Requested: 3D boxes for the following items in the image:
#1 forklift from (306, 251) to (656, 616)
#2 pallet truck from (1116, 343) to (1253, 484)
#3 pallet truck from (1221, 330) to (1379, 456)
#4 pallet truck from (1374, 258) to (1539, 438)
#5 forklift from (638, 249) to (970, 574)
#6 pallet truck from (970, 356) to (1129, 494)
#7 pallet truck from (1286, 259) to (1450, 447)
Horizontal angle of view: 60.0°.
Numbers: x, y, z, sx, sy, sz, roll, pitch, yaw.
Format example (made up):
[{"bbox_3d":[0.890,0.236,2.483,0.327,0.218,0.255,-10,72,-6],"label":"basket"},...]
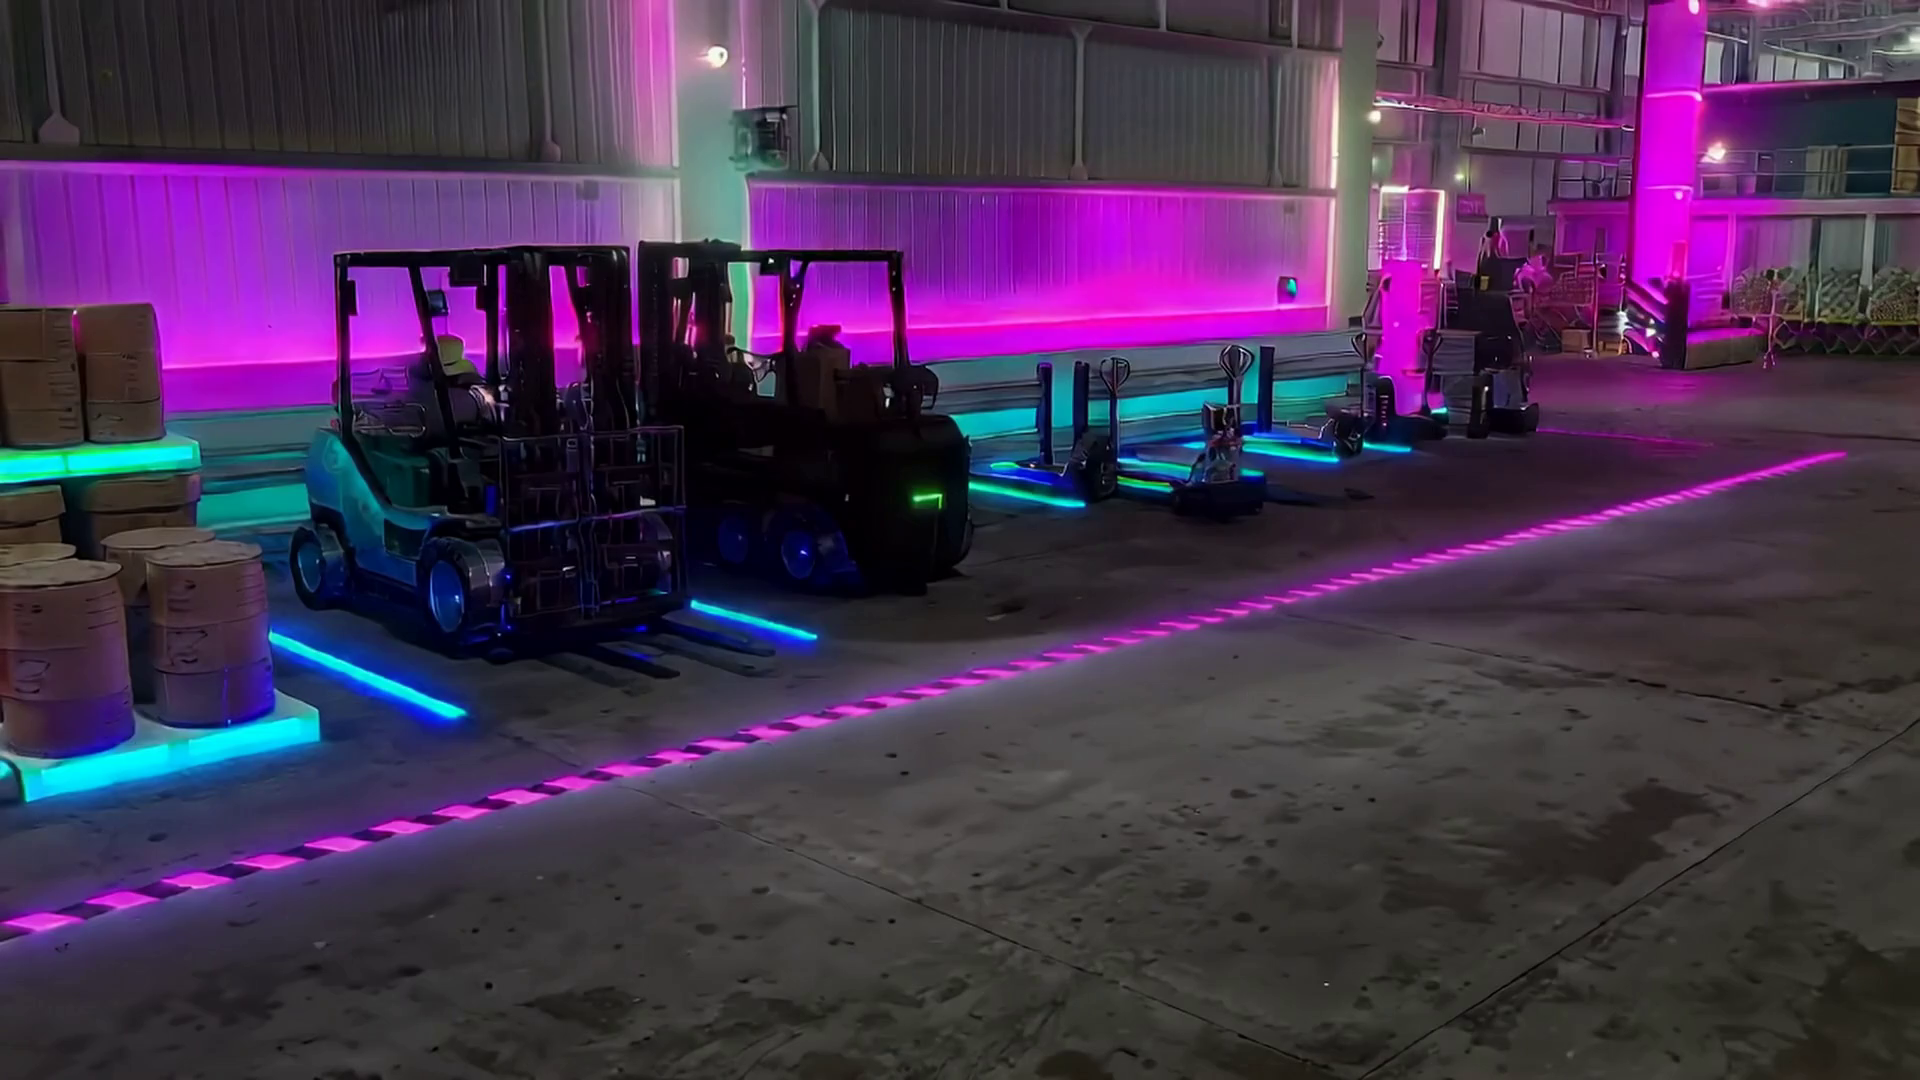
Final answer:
[{"bbox_3d":[-2.833,-0.669,9.694,1.157,1.987,2.680,-10,14,-44],"label":"forklift"},{"bbox_3d":[1.962,-1.215,15.415,1.522,1.261,0.704,10,14,43],"label":"pallet truck"},{"bbox_3d":[3.563,-1.581,17.381,0.653,1.274,1.630,-10,14,-44],"label":"pallet truck"},{"bbox_3d":[5.704,-2.208,18.901,1.885,1.965,0.823,10,14,43],"label":"pallet truck"},{"bbox_3d":[-1.173,-0.958,11.239,2.680,1.987,1.157,10,14,43],"label":"forklift"},{"bbox_3d":[0.784,-1.085,14.876,0.680,1.201,1.601,-10,14,-44],"label":"pallet truck"},{"bbox_3d":[4.493,-2.078,18.196,0.823,1.965,1.885,-9,14,-40],"label":"pallet truck"}]
